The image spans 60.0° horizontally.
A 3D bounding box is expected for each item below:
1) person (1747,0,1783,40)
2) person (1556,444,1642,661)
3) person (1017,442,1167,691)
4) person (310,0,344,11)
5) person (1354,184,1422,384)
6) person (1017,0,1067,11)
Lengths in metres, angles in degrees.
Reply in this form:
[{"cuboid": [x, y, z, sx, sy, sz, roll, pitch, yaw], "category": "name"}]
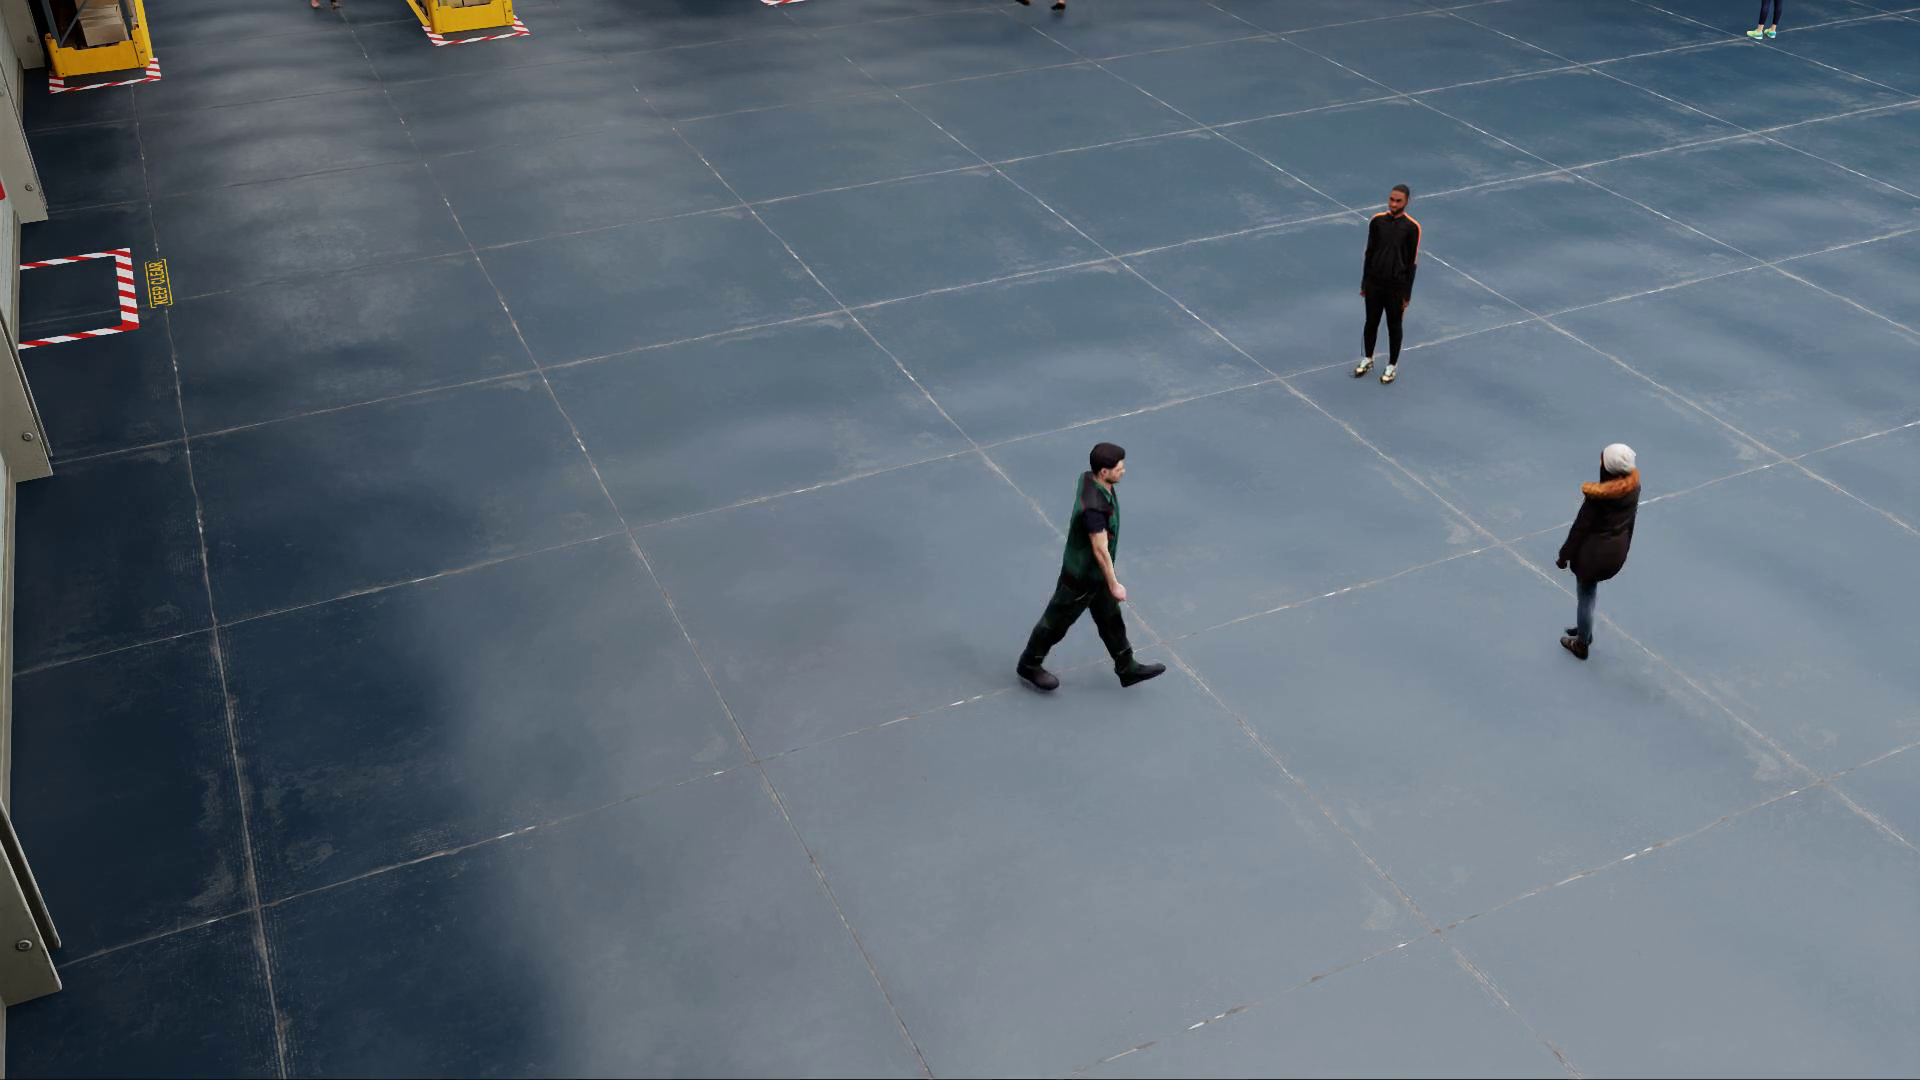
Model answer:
[{"cuboid": [11.484, -7.934, 23.374, 0.651, 1.703, 0.604, -6, 34, -10], "category": "person"}, {"cuboid": [4.302, 0.121, 11.071, 0.628, 1.613, 0.577, -15, 36, -21], "category": "person"}, {"cuboid": [0.717, 0.207, 10.721, 1.217, 1.850, 1.269, 7, 34, 10], "category": "person"}, {"cuboid": [-9.640, -8.734, 24.516, 0.919, 1.797, 1.211, -26, 41, -34], "category": "person"}, {"cuboid": [3.764, -2.262, 14.559, 0.666, 1.805, 0.765, 18, 37, 26], "category": "person"}, {"cuboid": [1.302, -8.592, 24.419, 0.868, 1.667, 1.234, -27, 42, -35], "category": "person"}]
